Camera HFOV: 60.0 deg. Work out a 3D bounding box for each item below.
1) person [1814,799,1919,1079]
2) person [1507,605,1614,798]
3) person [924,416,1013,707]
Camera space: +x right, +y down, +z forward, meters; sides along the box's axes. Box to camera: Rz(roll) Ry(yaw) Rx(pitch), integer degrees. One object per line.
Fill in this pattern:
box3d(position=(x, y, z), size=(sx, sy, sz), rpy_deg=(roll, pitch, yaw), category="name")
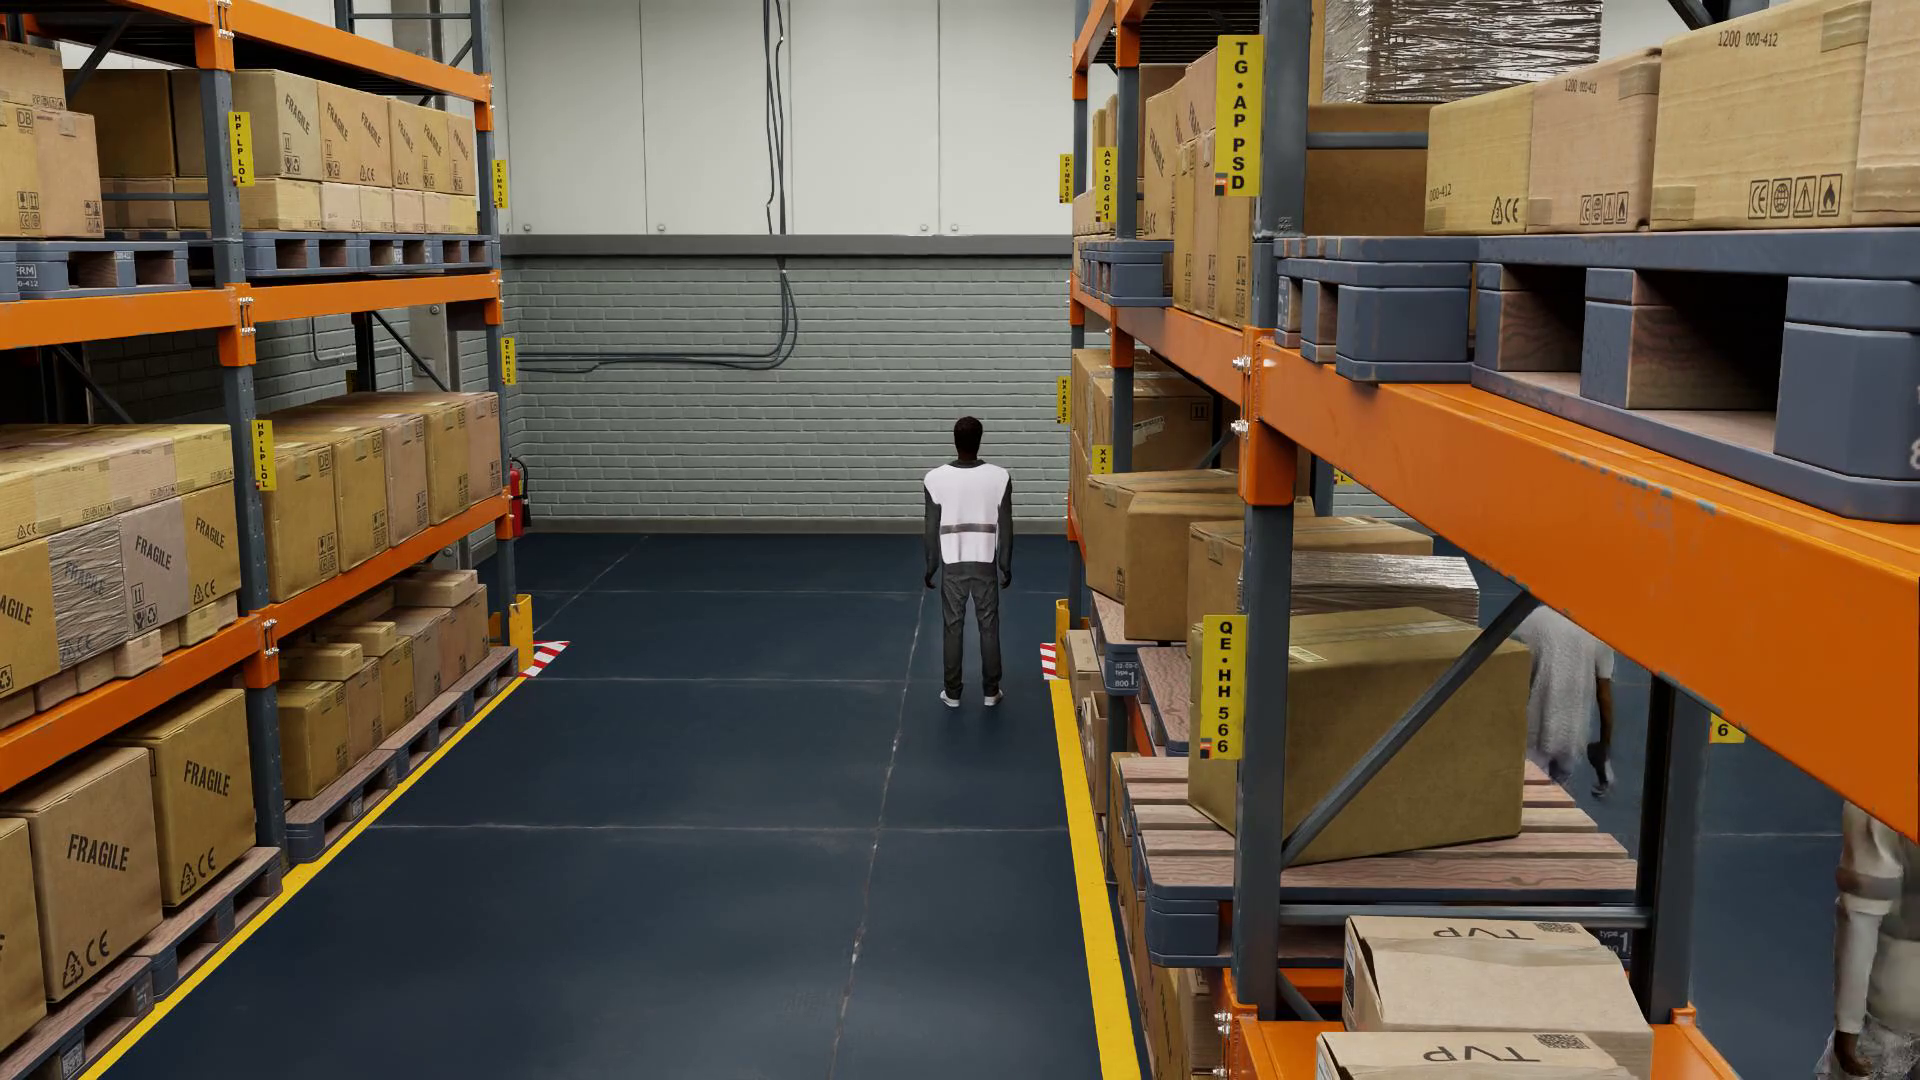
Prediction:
box3d(position=(2.646, 1.238, 4.507), size=(0.620, 2.029, 0.517), rpy_deg=(0, 10, -2), category="person")
box3d(position=(2.506, 0.878, 7.097), size=(0.535, 1.832, 0.953), rpy_deg=(-1, 10, -4), category="person")
box3d(position=(0.057, 0.150, 10.918), size=(0.587, 1.920, 0.391), rpy_deg=(0, 10, -3), category="person")
